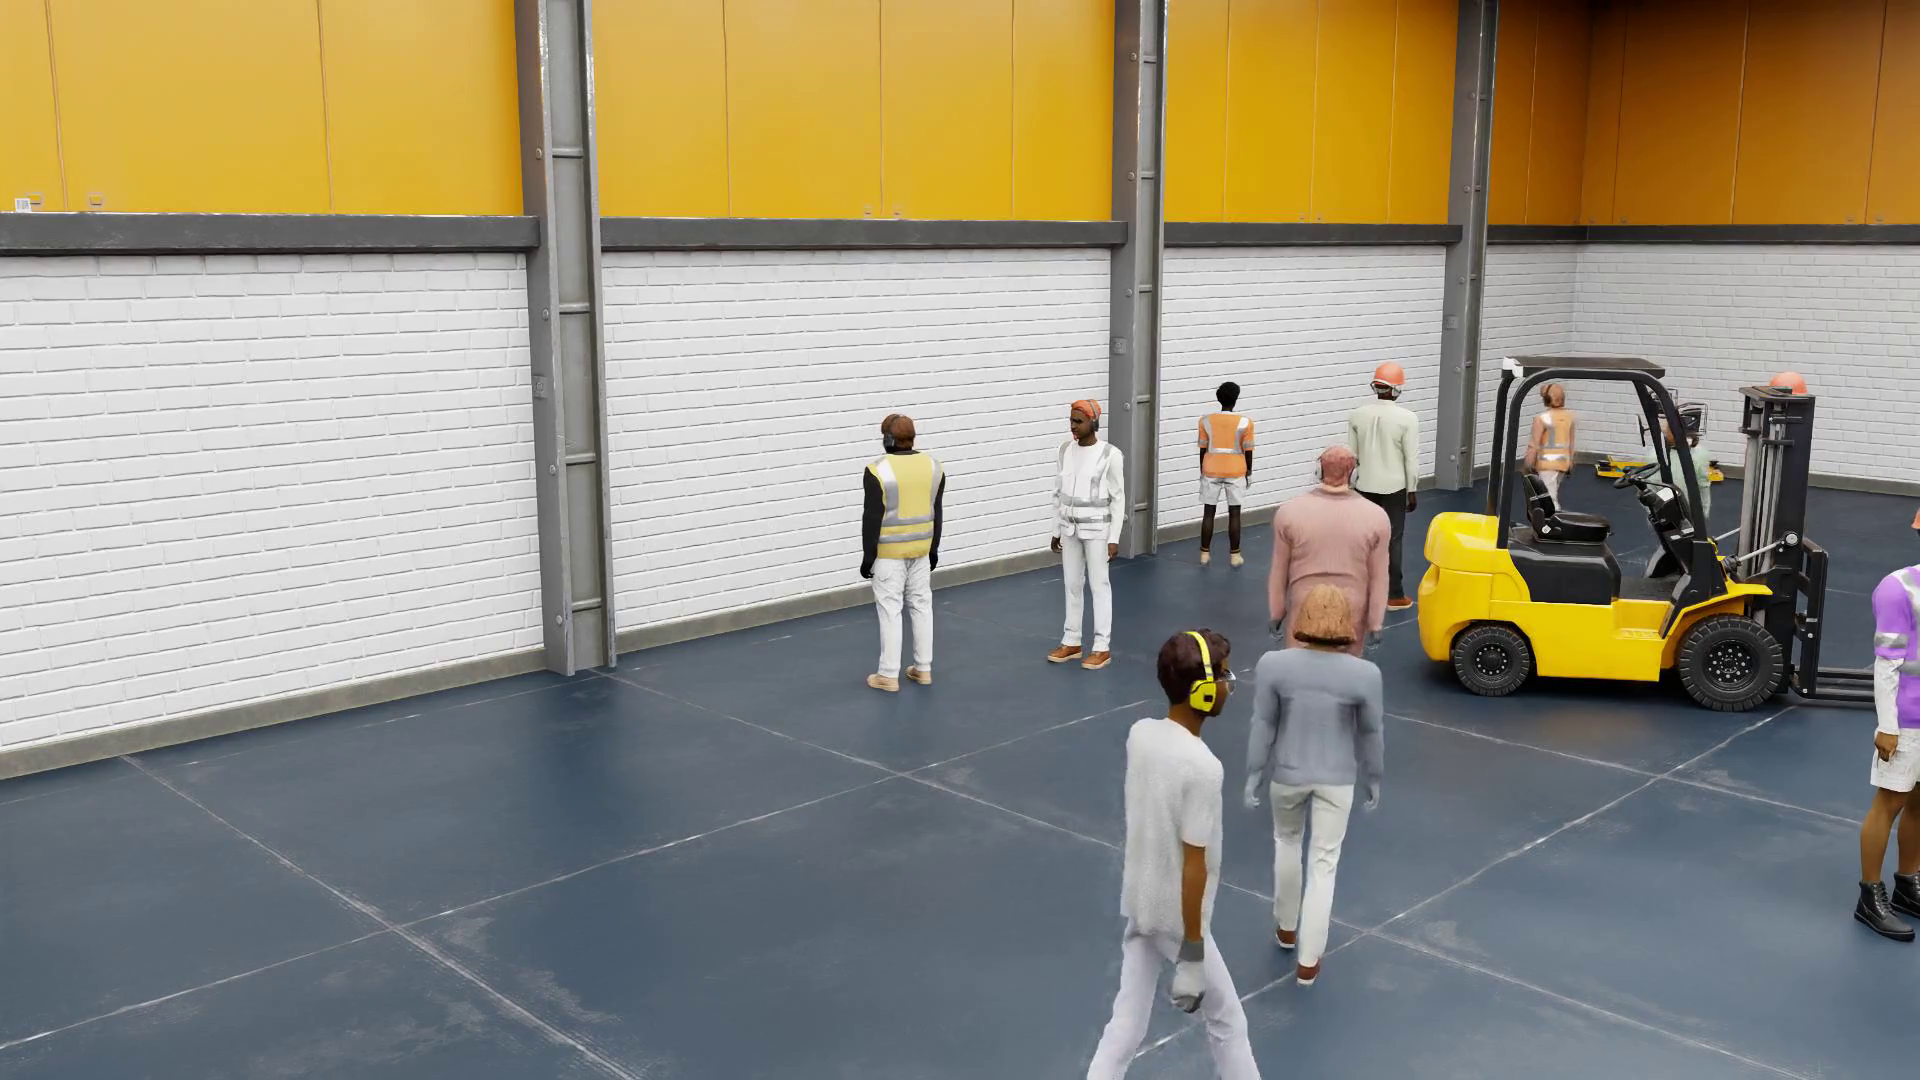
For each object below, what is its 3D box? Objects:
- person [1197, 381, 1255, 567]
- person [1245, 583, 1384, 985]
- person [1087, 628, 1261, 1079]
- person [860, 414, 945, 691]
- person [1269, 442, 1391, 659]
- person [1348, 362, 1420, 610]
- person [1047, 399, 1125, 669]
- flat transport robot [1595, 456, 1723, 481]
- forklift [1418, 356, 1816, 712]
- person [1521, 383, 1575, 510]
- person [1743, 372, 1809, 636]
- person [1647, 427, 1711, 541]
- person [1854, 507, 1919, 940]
[{"bbox_3d":[2.420,-0.597,15.169,0.527,1.690,0.321,3,11,18],"label":"person"},{"bbox_3d":[1.464,0.963,6.837,0.537,1.609,0.655,3,11,17],"label":"person"},{"bbox_3d":[0.741,1.164,5.189,0.957,1.818,0.554,-5,11,-24],"label":"person"},{"bbox_3d":[-0.403,0.080,11.057,0.637,1.840,0.429,-8,13,-36],"label":"person"},{"bbox_3d":[2.030,0.403,9.173,0.651,1.880,0.765,2,11,12],"label":"person"},{"bbox_3d":[3.414,-0.434,13.431,0.612,1.996,0.388,9,14,39],"label":"person"},{"bbox_3d":[0.873,-0.045,11.615,0.586,1.882,0.343,9,14,41],"label":"person"},{"bbox_3d":[8.682,-0.902,20.689,1.431,0.197,0.652,3,11,17],"label":"flat transport robot"},{"bbox_3d":[4.276,-0.101,11.076,2.313,2.155,1.214,2,11,13],"label":"forklift"},{"bbox_3d":[5.510,-0.682,15.787,0.540,1.614,0.674,-7,12,-32],"label":"person"},{"bbox_3d":[6.171,-0.279,12.594,0.402,1.990,0.622,0,10,-3],"label":"person"},{"bbox_3d":[5.699,-0.213,13.255,0.541,1.608,0.464,0,10,-3],"label":"person"},{"bbox_3d":[4.157,0.745,7.157,0.545,1.940,0.352,-5,11,-23],"label":"person"}]
